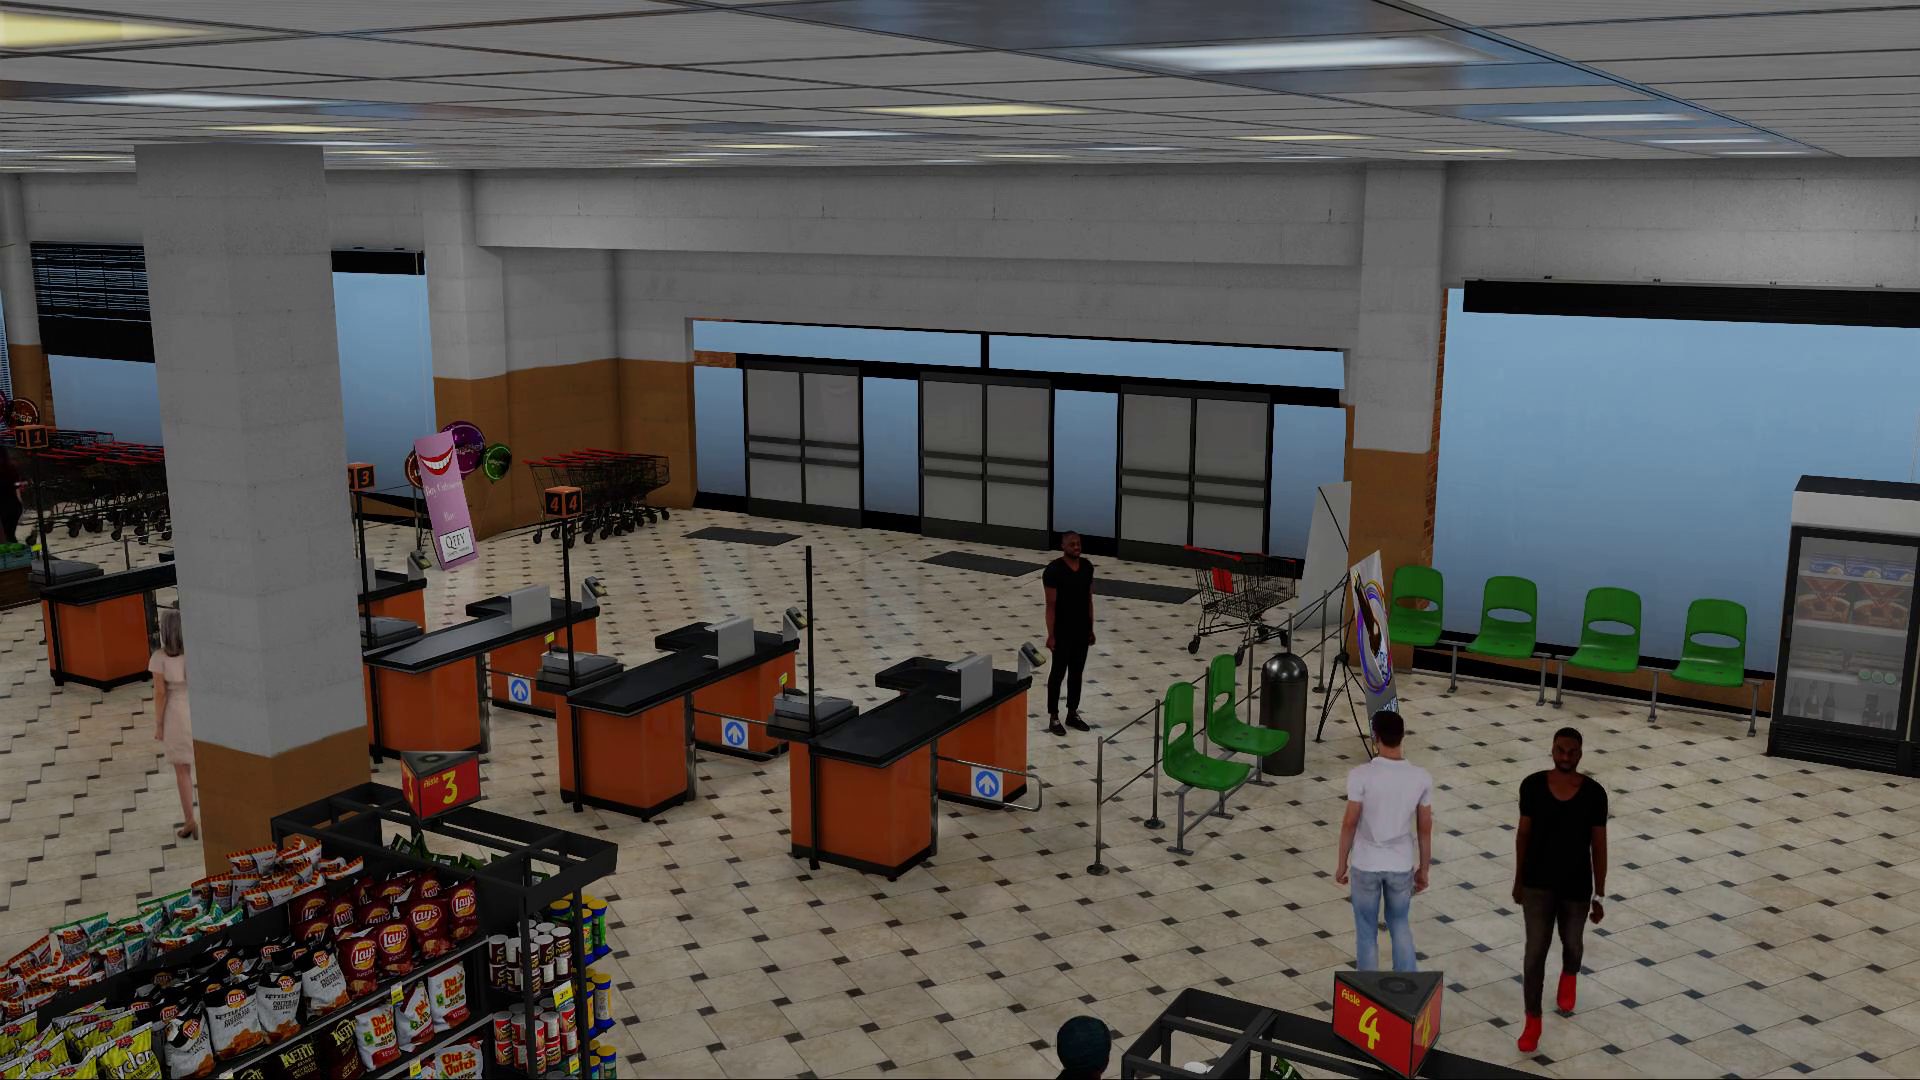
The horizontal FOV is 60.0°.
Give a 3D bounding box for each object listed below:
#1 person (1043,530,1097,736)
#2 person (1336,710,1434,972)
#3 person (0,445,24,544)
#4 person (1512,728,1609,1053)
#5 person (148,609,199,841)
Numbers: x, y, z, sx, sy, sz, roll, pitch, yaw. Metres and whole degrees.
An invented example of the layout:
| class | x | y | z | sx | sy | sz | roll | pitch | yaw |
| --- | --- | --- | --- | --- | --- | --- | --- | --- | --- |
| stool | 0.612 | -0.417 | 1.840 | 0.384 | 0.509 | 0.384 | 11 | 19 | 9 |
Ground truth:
| class | x | y | z | sx | sy | sz | roll | pitch | yaw |
| --- | --- | --- | --- | --- | --- | --- | --- | --- | --- |
| person | 0.969 | 0.803 | 14.724 | 0.672 | 1.819 | 0.806 | -7 | 14 | -30 |
| person | 2.436 | 1.901 | 9.465 | 0.851 | 1.837 | 0.916 | -1 | 12 | -3 |
| person | -11.876 | -0.376 | 20.790 | 0.734 | 1.626 | 0.703 | 4 | 13 | 19 |
| person | 3.434 | 1.927 | 9.481 | 0.729 | 1.779 | 1.156 | 5 | 13 | 22 |
| person | -5.725 | 1.355 | 12.305 | 0.703 | 1.735 | 0.556 | 10 | 16 | 40 |
